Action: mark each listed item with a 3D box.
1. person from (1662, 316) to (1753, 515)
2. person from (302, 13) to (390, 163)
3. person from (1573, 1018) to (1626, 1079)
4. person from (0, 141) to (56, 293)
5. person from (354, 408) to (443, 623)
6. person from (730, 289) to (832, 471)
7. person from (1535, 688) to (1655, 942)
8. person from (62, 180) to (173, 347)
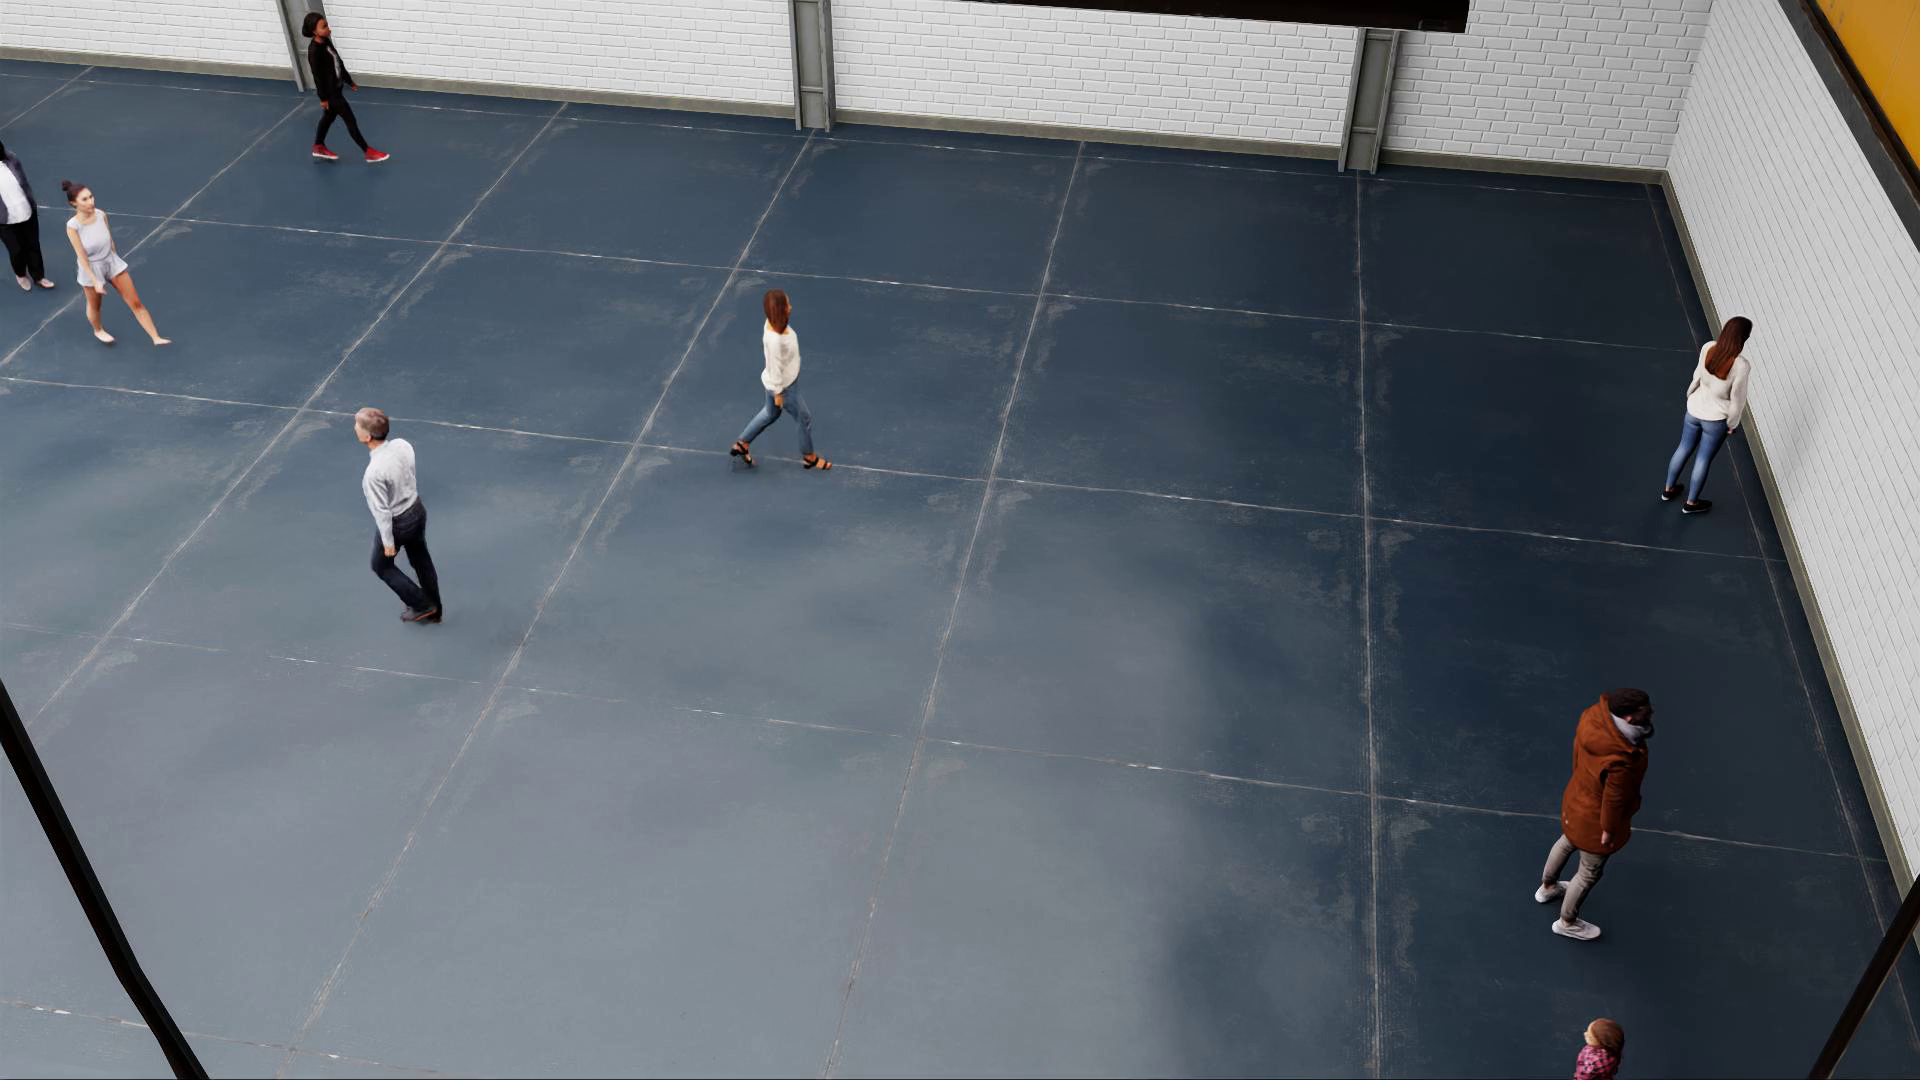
[{"bbox_3d":[5.752,-0.966,12.748,0.739,1.695,0.703,-18,42,-21],"label":"person"},{"bbox_3d":[-6.691,-4.731,17.505,1.120,1.640,0.741,0,39,0],"label":"person"},{"bbox_3d":[3.290,2.836,8.537,0.685,1.009,0.804,-30,47,-32],"label":"person"},{"bbox_3d":[-8.864,-3.064,15.459,0.803,1.589,0.788,23,44,26],"label":"person"},{"bbox_3d":[-3.837,-0.125,11.600,0.650,1.813,0.702,10,40,12],"label":"person"},{"bbox_3d":[-1.496,-1.230,13.116,1.106,1.647,0.795,-3,39,-4],"label":"person"},{"bbox_3d":[3.629,1.533,9.502,0.776,1.839,0.776,-2,39,-3],"label":"person"},{"bbox_3d":[-7.617,-2.382,14.625,1.141,1.563,0.824,20,43,23],"label":"person"}]
